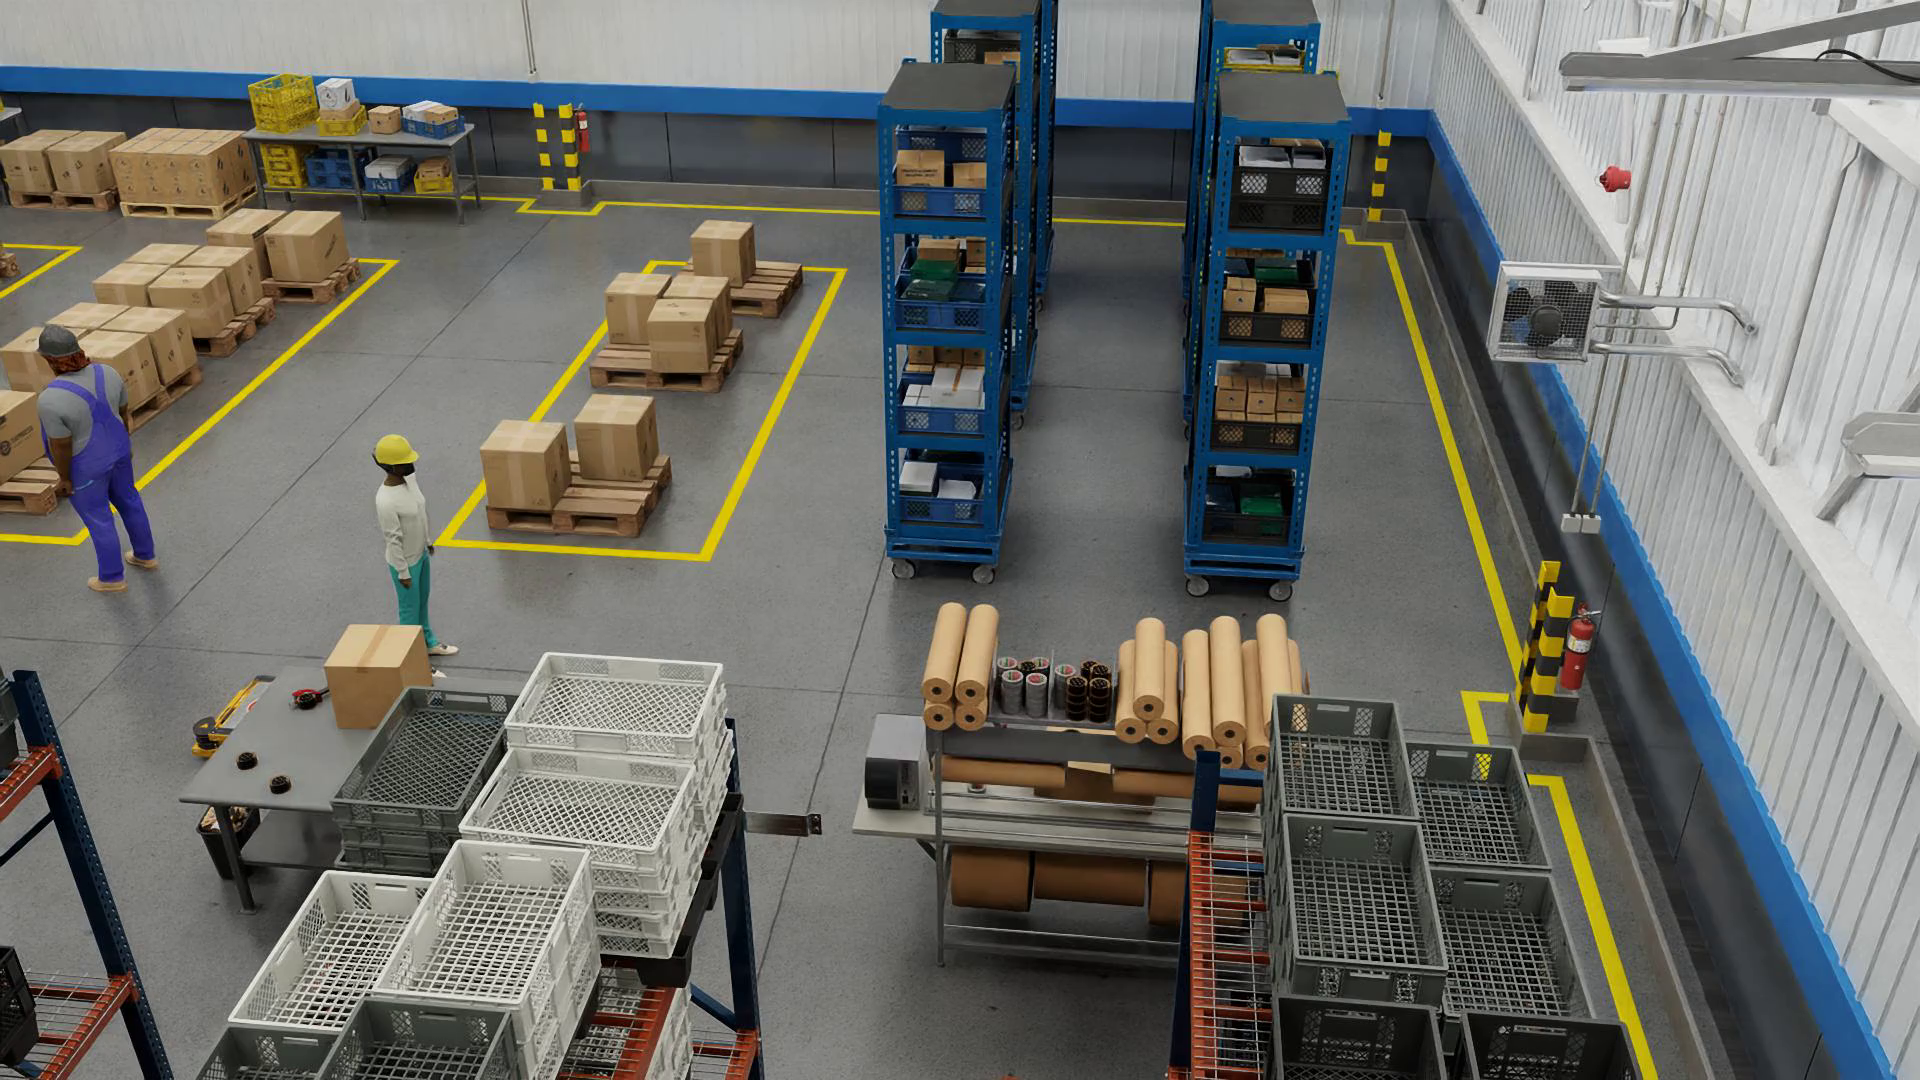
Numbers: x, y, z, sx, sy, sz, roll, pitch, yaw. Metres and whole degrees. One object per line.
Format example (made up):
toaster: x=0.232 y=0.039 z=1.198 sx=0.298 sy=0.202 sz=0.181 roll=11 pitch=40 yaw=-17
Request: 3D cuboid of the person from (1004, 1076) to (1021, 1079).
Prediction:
person: x=0.173 y=2.747 z=6.350 sx=0.584 sy=1.882 sz=0.341 roll=-20 pitch=36 yaw=-30

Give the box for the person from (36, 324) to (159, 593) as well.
person: x=-6.263 y=-0.596 z=11.939 sx=0.538 sy=2.000 sz=0.685 roll=10 pitch=32 yaw=16

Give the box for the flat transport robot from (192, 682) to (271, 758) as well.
flat transport robot: x=-4.089 y=1.163 z=10.648 sx=1.431 sy=0.197 sz=0.652 roll=3 pitch=30 yaw=6

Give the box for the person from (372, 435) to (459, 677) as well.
person: x=-3.622 y=0.101 z=11.010 sx=0.309 sy=1.768 sz=0.521 roll=1 pitch=30 yaw=1
